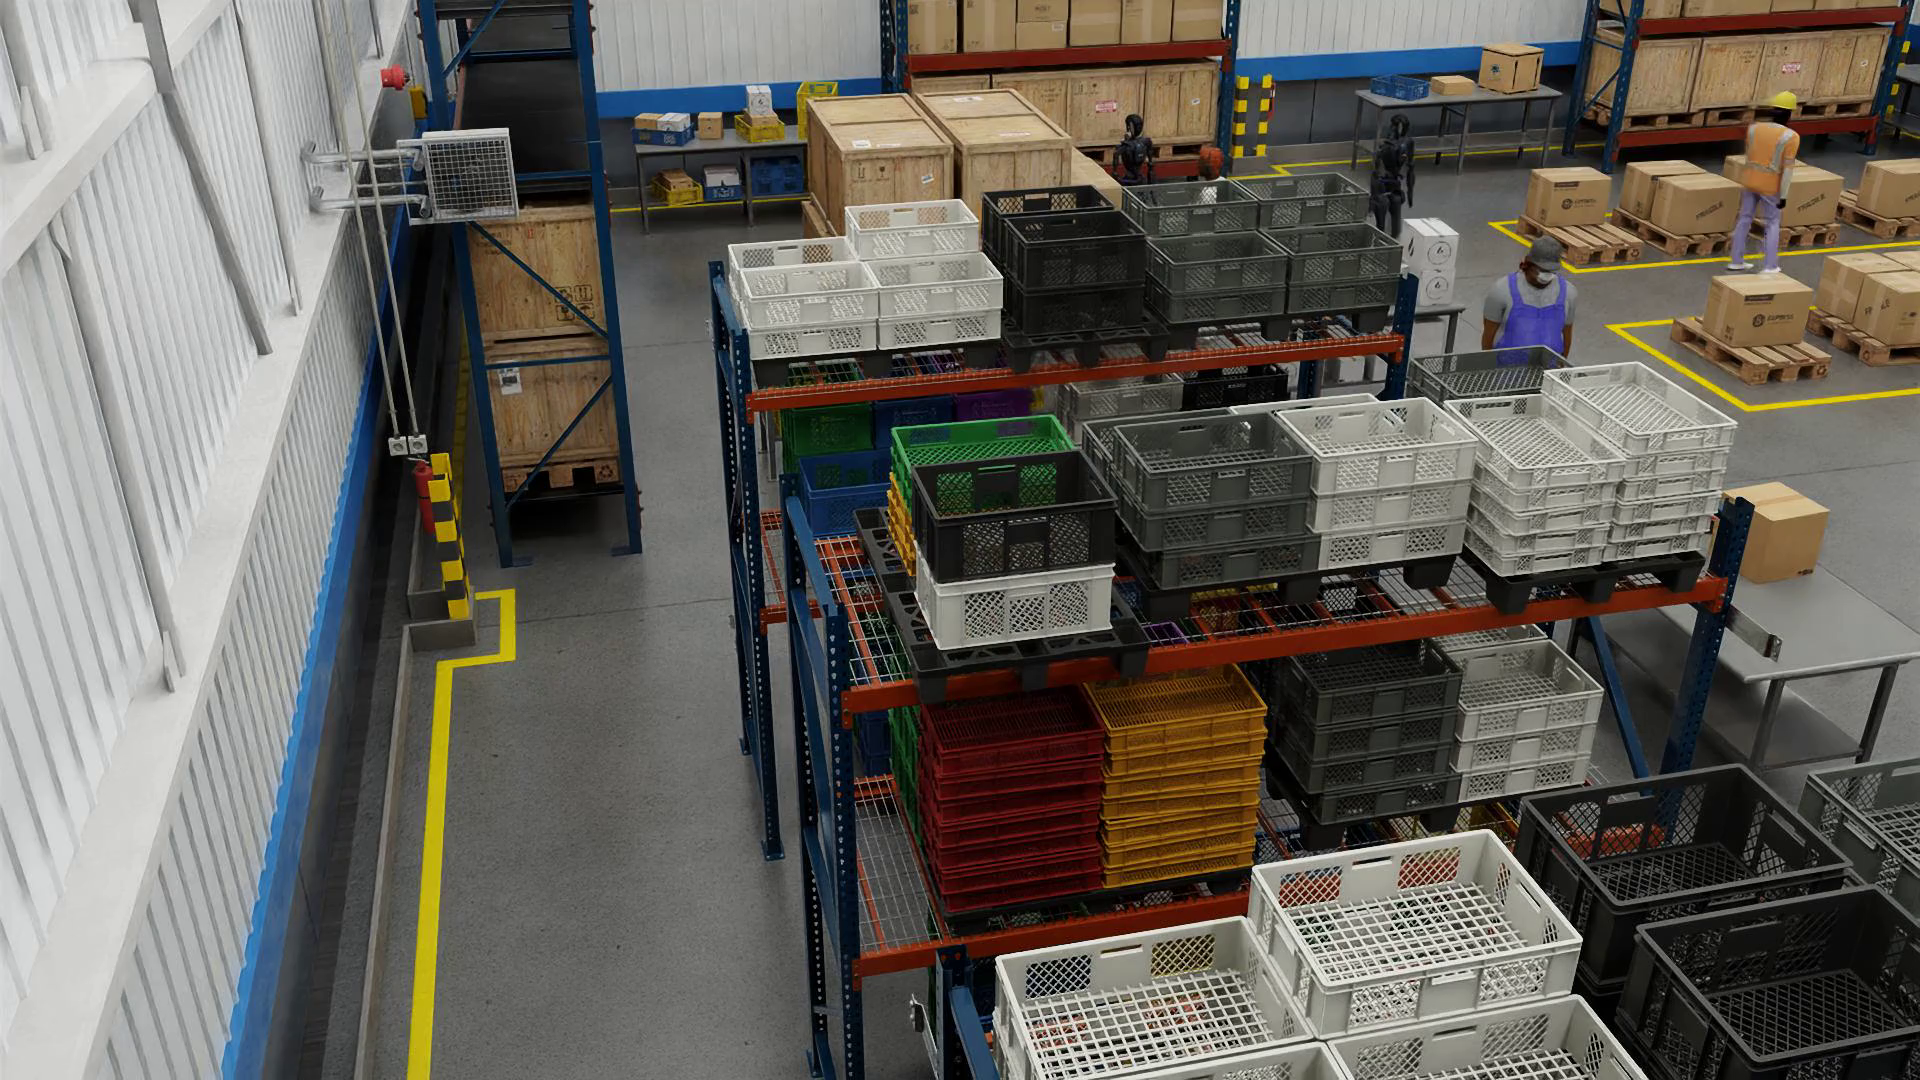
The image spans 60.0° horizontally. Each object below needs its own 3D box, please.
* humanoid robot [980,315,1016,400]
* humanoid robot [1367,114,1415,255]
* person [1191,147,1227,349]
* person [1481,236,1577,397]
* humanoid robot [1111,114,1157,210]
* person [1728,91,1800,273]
[{"bbox_3d":[0.342,-1.075,12.613,0.722,1.634,0.576,-1,28,-3],"label":"humanoid robot"},{"bbox_3d":[4.501,-3.652,17.471,0.597,1.654,0.371,-16,32,-27],"label":"humanoid robot"},{"bbox_3d":[2.308,-2.710,15.455,0.337,1.882,0.583,9,29,17],"label":"person"},{"bbox_3d":[4.311,-1.344,12.698,0.680,2.000,0.536,1,28,2],"label":"person"},{"bbox_3d":[1.804,-3.641,17.444,0.582,1.655,0.327,-18,33,-31],"label":"humanoid robot"},{"bbox_3d":[8.393,-3.699,17.306,0.480,1.911,0.592,-19,33,-31],"label":"person"}]
